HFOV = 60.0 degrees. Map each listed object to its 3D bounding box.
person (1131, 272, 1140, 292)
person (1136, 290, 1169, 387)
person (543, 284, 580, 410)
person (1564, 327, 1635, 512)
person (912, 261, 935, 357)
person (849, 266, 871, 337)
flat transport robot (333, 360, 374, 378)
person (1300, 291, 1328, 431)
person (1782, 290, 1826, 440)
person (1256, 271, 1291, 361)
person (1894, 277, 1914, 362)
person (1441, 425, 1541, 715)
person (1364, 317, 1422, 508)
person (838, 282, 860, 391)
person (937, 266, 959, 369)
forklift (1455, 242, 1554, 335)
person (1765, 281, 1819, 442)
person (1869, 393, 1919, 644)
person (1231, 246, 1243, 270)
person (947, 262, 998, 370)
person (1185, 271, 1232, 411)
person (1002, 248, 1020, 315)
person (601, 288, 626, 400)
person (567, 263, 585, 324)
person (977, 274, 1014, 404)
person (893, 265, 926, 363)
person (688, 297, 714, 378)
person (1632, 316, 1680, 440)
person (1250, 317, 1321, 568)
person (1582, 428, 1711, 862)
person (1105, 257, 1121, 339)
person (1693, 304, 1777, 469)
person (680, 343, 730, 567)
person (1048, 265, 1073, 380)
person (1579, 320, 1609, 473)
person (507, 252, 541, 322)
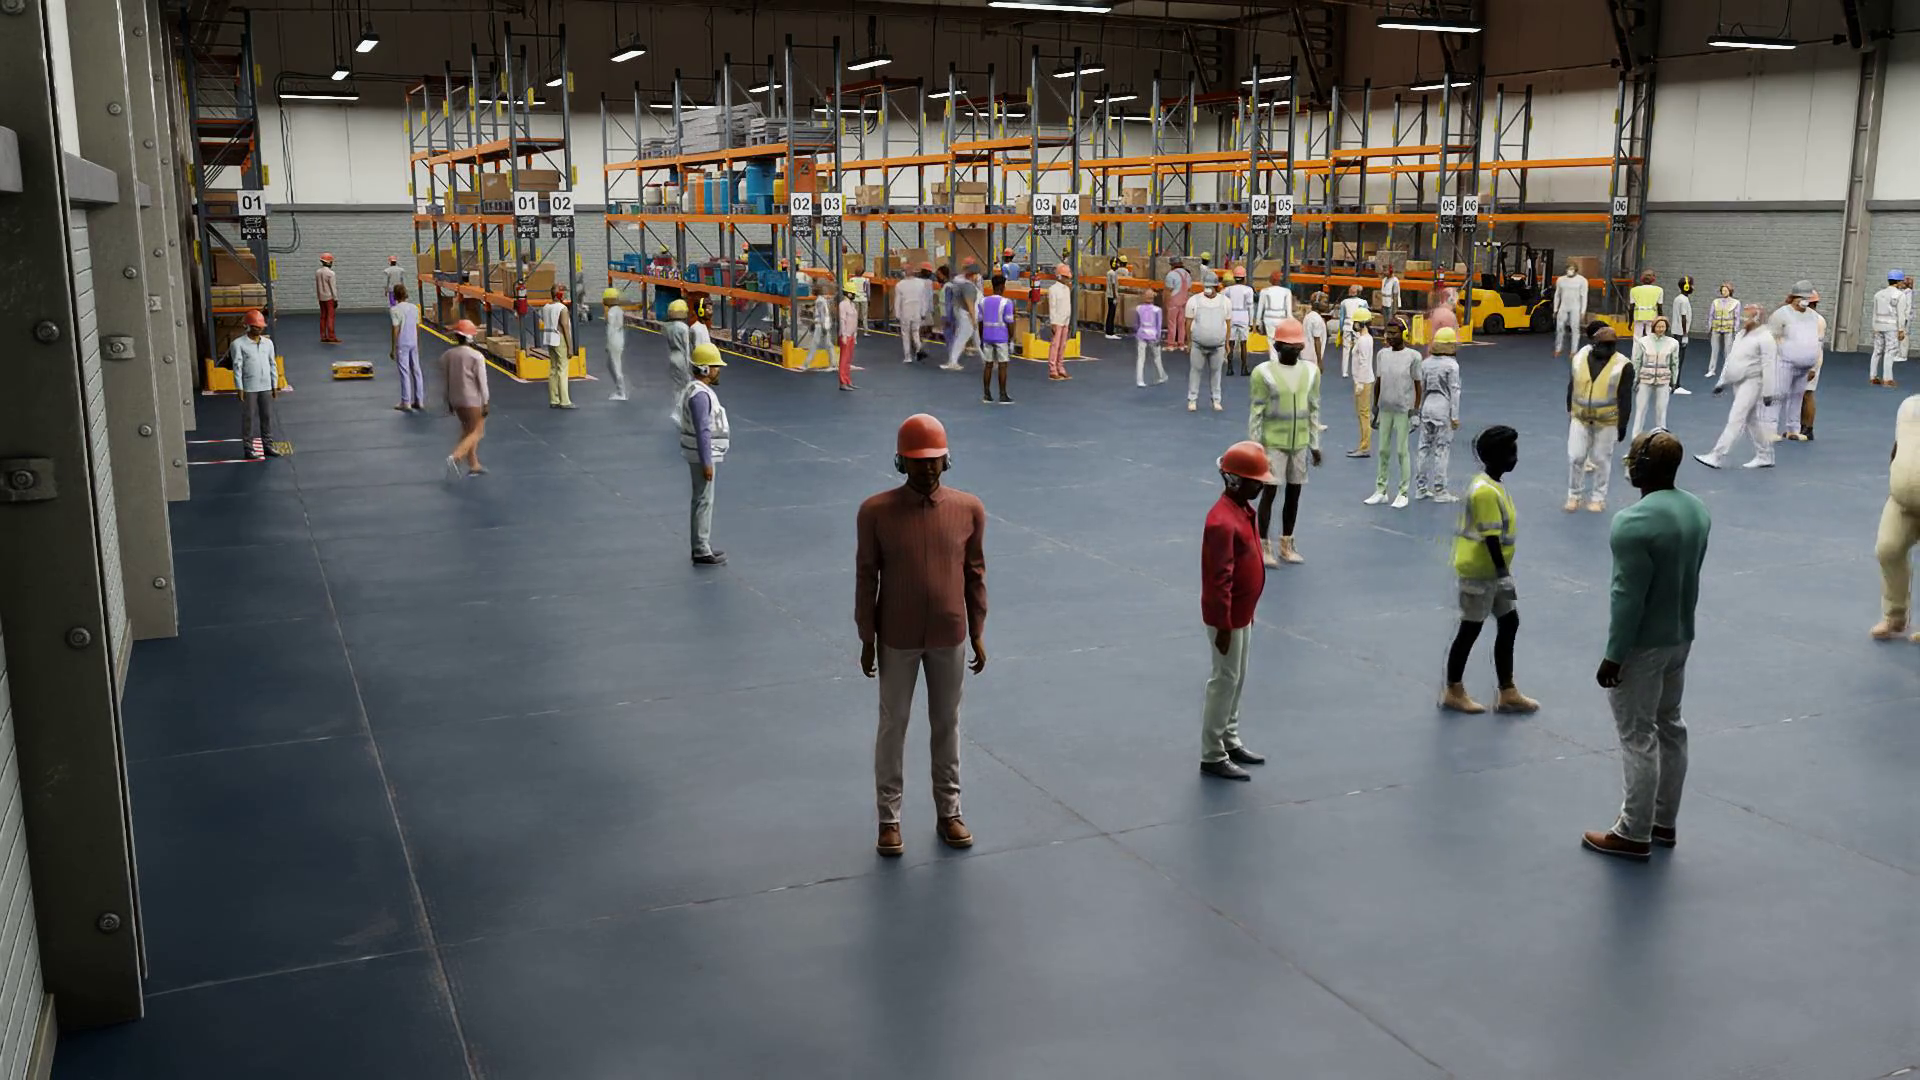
[{"bbox_3d":[5.475,-8.147,51.974,0.271,1.632,0.508,7,13,33],"label":"person"},{"bbox_3d":[3.171,-3.344,27.642,0.528,1.582,0.873,7,13,32],"label":"person"},{"bbox_3d":[-5.910,-2.838,24.462,0.566,1.841,0.390,10,15,41],"label":"person"},{"bbox_3d":[6.099,-1.138,15.915,0.644,1.802,0.631,8,14,35],"label":"person"},{"bbox_3d":[-0.759,-4.636,33.437,0.525,1.921,0.581,8,14,37],"label":"person"},{"bbox_3d":[-2.330,-5.557,38.791,0.514,1.642,0.311,1,11,7],"label":"person"},{"bbox_3d":[-10.744,-3.023,29.404,0.652,0.197,1.431,-4,12,-21],"label":"flat transport robot"},{"bbox_3d":[4.712,-2.378,22.128,0.348,1.842,0.505,-1,11,-4],"label":"person"},{"bbox_3d":[10.755,-2.233,21.183,0.391,1.924,0.553,1,11,4],"label":"person"},{"bbox_3d":[5.651,-3.917,29.979,0.595,1.835,0.979,-1,11,-4],"label":"person"},{"bbox_3d":[18.347,-4.287,32.341,0.306,1.639,0.523,3,12,16],"label":"person"},{"bbox_3d":[3.054,0.184,9.502,0.549,1.681,0.559,6,13,29],"label":"person"},{"bbox_3d":[4.267,-1.249,16.319,0.533,1.868,0.310,11,16,44],"label":"person"},{"bbox_3d":[-1.810,-3.321,27.127,0.321,1.761,0.522,3,12,15],"label":"person"},{"bbox_3d":[-0.230,-4.129,30.885,0.410,1.905,0.602,-2,11,-8],"label":"person"},{"bbox_3d":[13.047,-6.049,39.881,2.313,2.155,1.214,-5,12,-23],"label":"forklift"},{"bbox_3d":[10.549,-2.254,20.988,0.688,2.000,0.536,-3,11,-13],"label":"person"},{"bbox_3d":[6.415,-0.293,11.021,0.640,2.000,0.711,-6,13,-28],"label":"person"},{"bbox_3d":[8.637,-8.184,51.635,0.429,1.844,0.626,-2,11,-12],"label":"person"},{"bbox_3d":[0.229,-4.107,30.401,1.037,2.000,0.698,2,11,12],"label":"person"},{"bbox_3d":[3.630,-2.896,24.246,0.676,2.000,0.536,0,11,0],"label":"person"},{"bbox_3d":[1.154,-5.886,39.445,0.379,2.041,0.615,8,14,36],"label":"person"},{"bbox_3d":[-5.359,-3.025,25.696,0.450,1.728,0.517,1,11,7],"label":"person"},{"bbox_3d":[-9.919,-6.453,43.135,0.560,1.720,0.510,10,15,41],"label":"person"},{"bbox_3d":[0.559,-3.038,25.163,0.613,1.962,0.367,7,13,32],"label":"person"},{"bbox_3d":[-0.982,-4.352,32.036,0.661,1.884,0.422,-5,12,-25],"label":"person"},{"bbox_3d":[-3.143,-2.019,20.269,0.329,1.861,0.504,0,11,-1],"label":"person"},{"bbox_3d":[8.497,-1.918,20.335,0.519,1.633,0.313,4,12,18],"label":"person"},{"bbox_3d":[2.662,-0.792,13.556,0.614,2.041,0.388,-3,12,-16],"label":"person"},{"bbox_3d":[3.065,0.466,7.421,0.629,1.939,0.371,-8,14,-37],"label":"person"},{"bbox_3d":[3.518,-5.548,38.180,0.328,1.865,0.519,-2,11,-8],"label":"person"},{"bbox_3d":[8.784,-1.716,18.730,0.994,1.856,0.647,0,11,0],"label":"person"},{"bbox_3d":[-2.082,-0.694,13.628,0.404,1.824,0.586,-2,11,-8],"label":"person"},{"bbox_3d":[1.761,-3.753,28.754,0.426,1.984,0.633,6,13,30],"label":"person"},{"bbox_3d":[7.039,-1.608,18.589,0.320,1.692,0.531,9,14,37],"label":"person"},{"bbox_3d":[-11.584,-6.710,44.176,0.991,1.835,0.588,-10,15,-42],"label":"person"}]
